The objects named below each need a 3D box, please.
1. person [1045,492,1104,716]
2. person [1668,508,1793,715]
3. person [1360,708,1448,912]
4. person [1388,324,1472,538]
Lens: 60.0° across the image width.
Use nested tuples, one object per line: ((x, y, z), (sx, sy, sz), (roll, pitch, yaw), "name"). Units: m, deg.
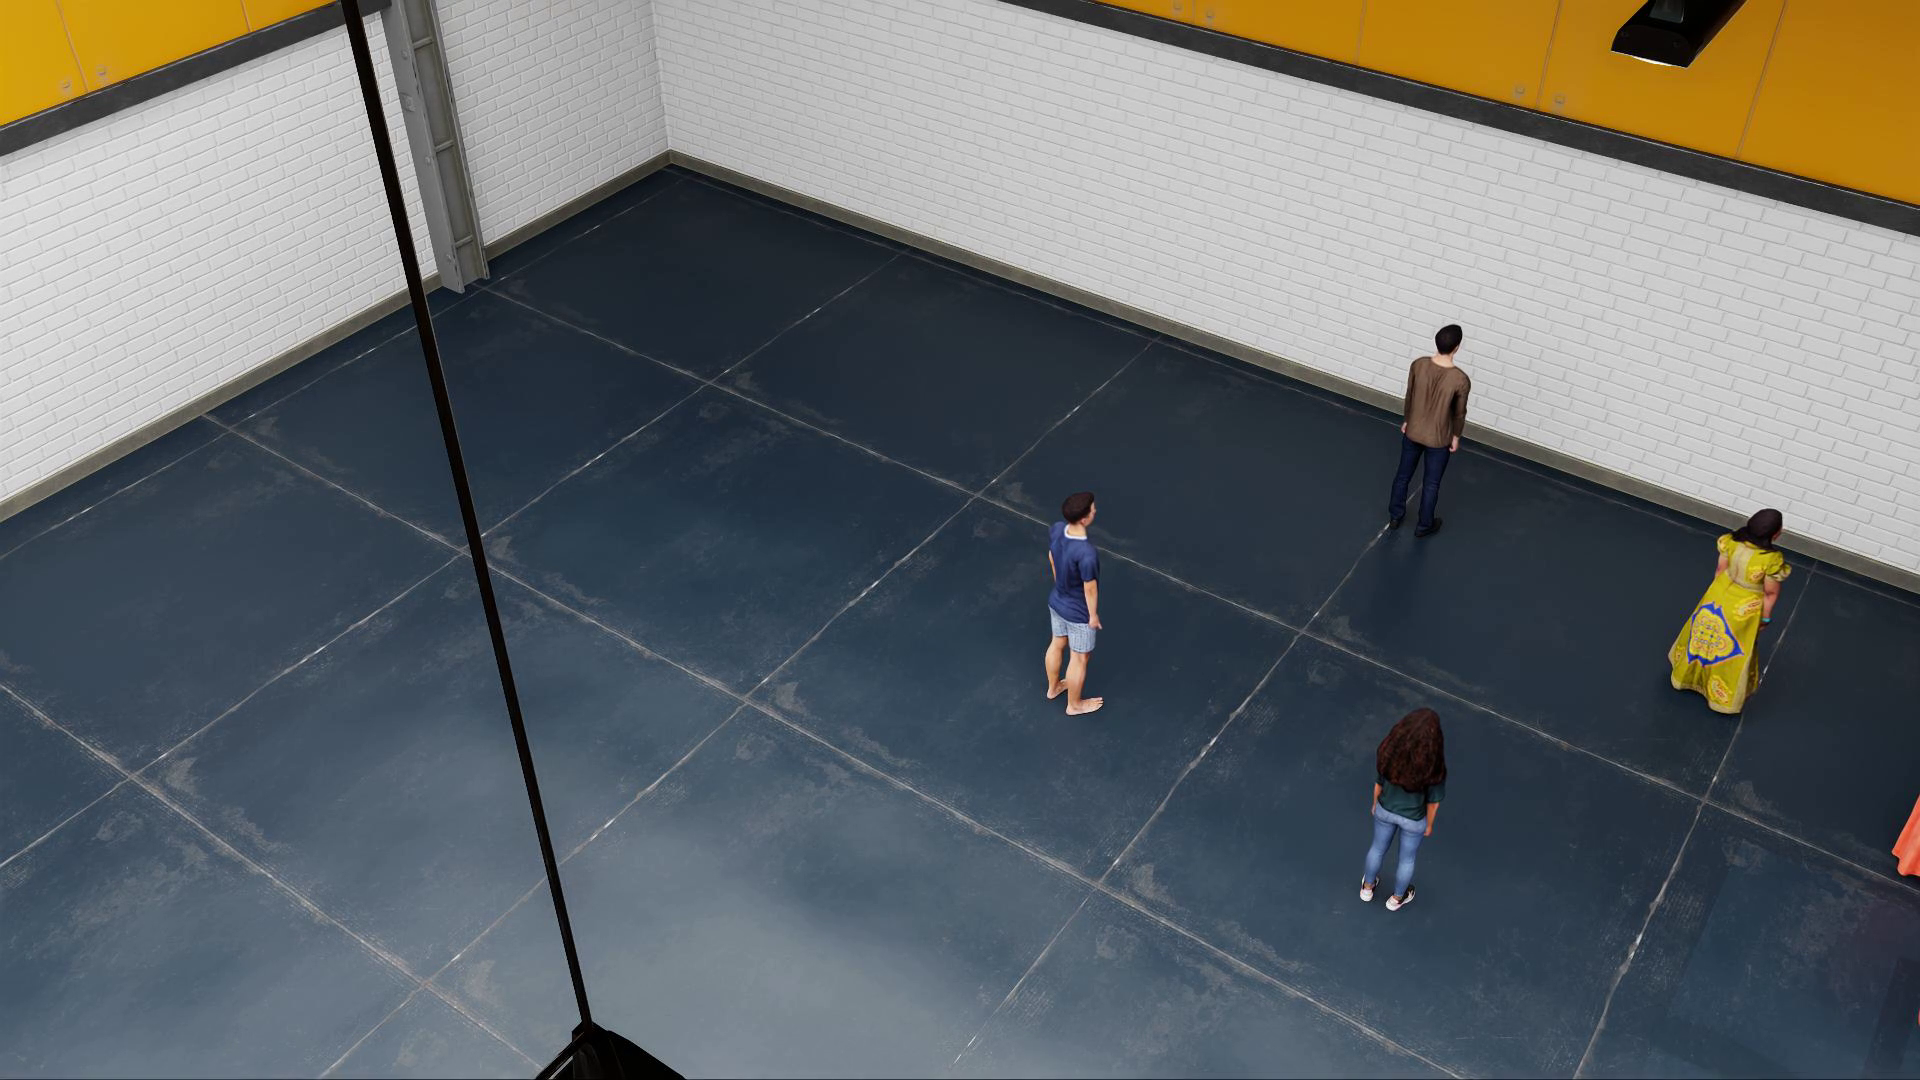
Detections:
((0.781, 0.435, 11.483), (0.679, 1.850, 0.691), (-23, 44, -26), "person")
((5.417, 0.462, 11.602), (0.960, 1.660, 0.978), (-21, 43, -24), "person")
((2.702, 1.646, 10.153), (0.598, 1.617, 0.592), (21, 43, 25), "person")
((3.685, -0.857, 13.072), (0.646, 1.887, 0.543), (25, 45, 28), "person")
